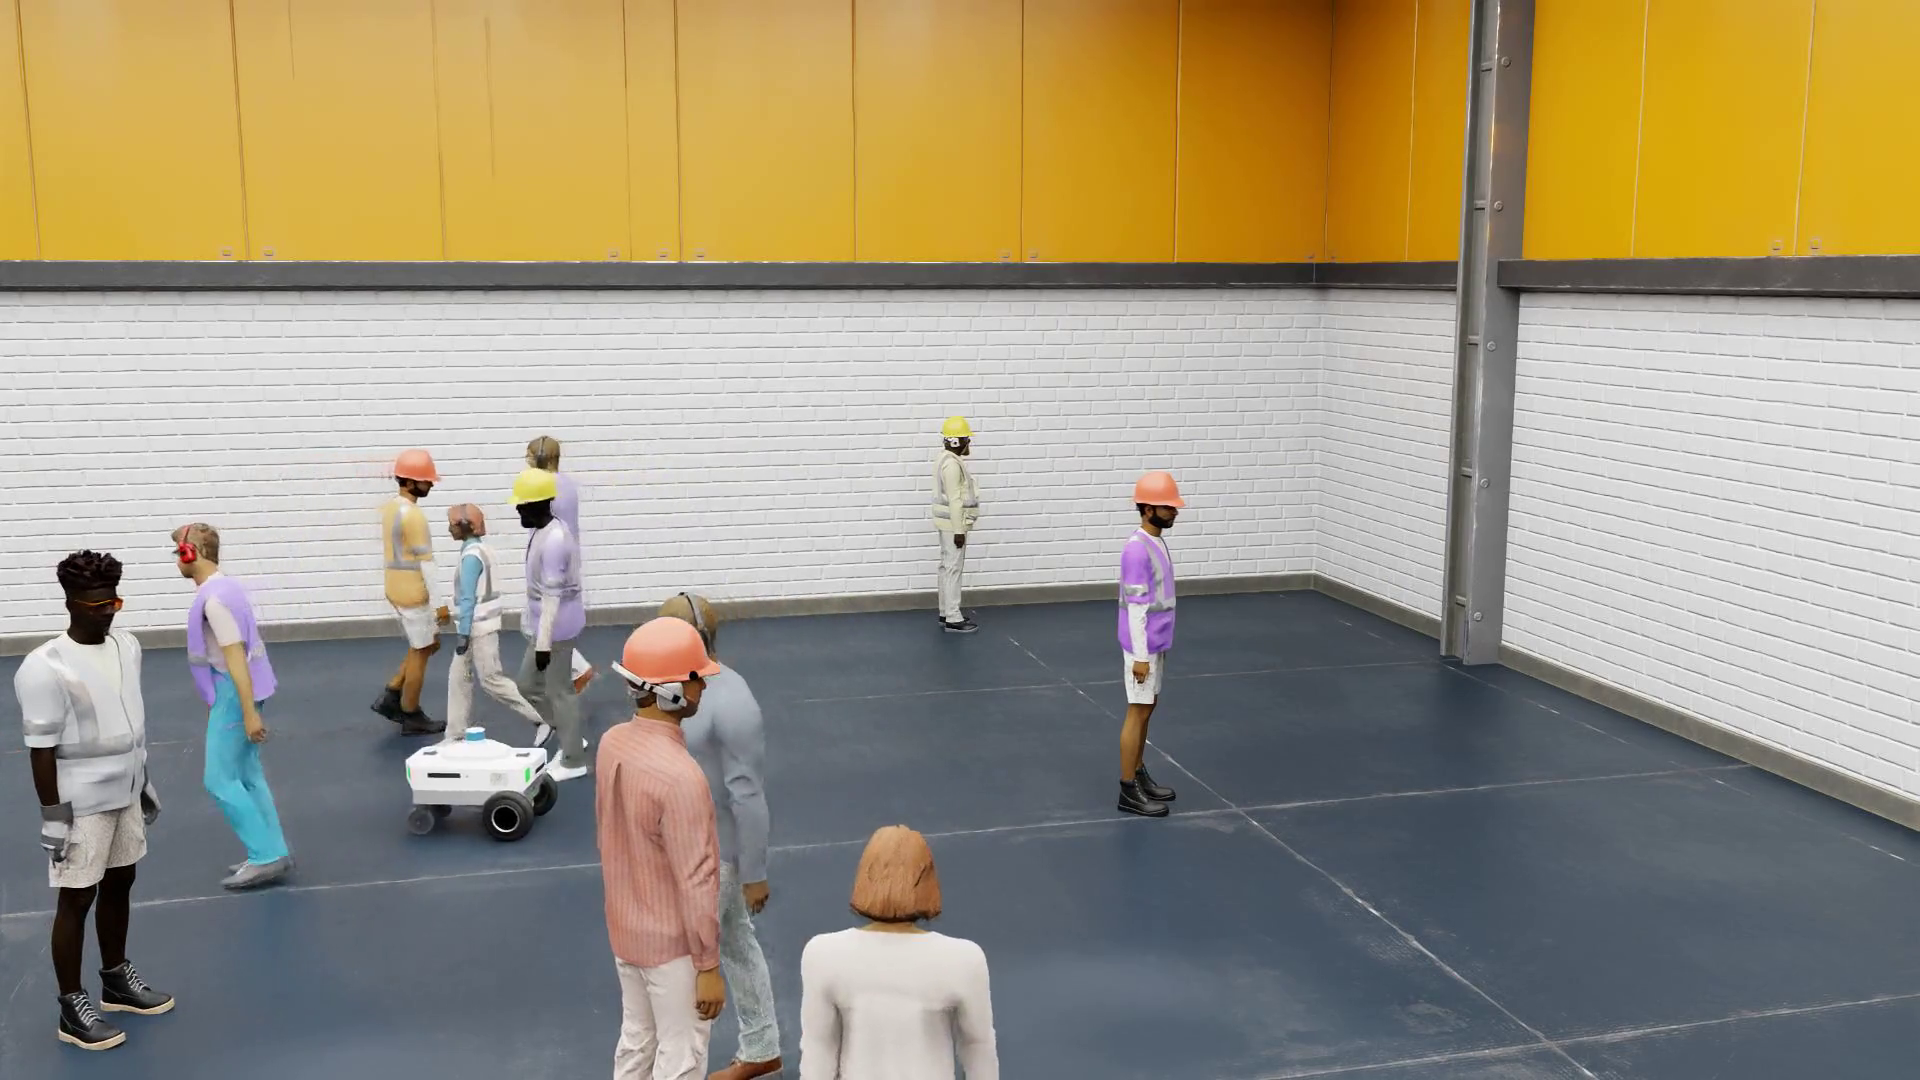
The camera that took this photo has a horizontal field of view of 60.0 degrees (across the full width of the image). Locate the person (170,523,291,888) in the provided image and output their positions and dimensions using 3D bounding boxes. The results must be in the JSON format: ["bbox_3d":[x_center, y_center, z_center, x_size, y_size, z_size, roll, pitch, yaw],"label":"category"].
[{"bbox_3d":[-3.629,0.809,8.294,0.492,1.804,0.588,-3,10,-19],"label":"person"}]

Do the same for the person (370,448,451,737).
[{"bbox_3d":[-3.541,0.353,10.822,0.406,1.910,0.552,-5,11,-31],"label":"person"}]

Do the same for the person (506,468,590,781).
[{"bbox_3d":[-2.430,0.513,9.838,0.455,1.904,0.632,-3,10,-18],"label":"person"}]

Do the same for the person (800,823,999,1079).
[{"bbox_3d":[-0.150,1.531,4.483,0.514,1.587,0.828,1,9,9],"label":"person"}]

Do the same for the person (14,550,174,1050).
[{"bbox_3d":[-3.417,1.008,6.597,0.363,1.951,0.612,2,9,10],"label":"person"}]

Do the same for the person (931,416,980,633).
[{"bbox_3d":[-0.035,-0.137,14.127,0.403,1.833,0.586,-2,9,-9],"label":"person"}]

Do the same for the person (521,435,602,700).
[{"bbox_3d":[-2.819,0.227,11.574,0.479,1.921,0.646,1,9,4],"label":"person"}]

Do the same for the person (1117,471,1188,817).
[{"bbox_3d":[1.083,0.573,9.368,0.371,1.935,0.551,3,9,16],"label":"person"}]

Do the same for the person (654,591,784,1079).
[{"bbox_3d":[-1.015,1.134,5.962,0.878,1.901,0.651,-5,11,-30],"label":"person"}]

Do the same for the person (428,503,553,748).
[{"bbox_3d":[-2.974,0.555,10.496,0.769,1.607,0.505,-3,9,-17],"label":"person"}]

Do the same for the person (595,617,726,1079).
[{"bbox_3d":[-0.903,1.219,5.152,0.381,1.994,0.620,-7,11,-37],"label":"person"}]

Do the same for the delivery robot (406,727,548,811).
[{"bbox_3d":[-2.631,1.265,9.060,0.707,0.478,0.477,1,9,4],"label":"delivery robot"}]
